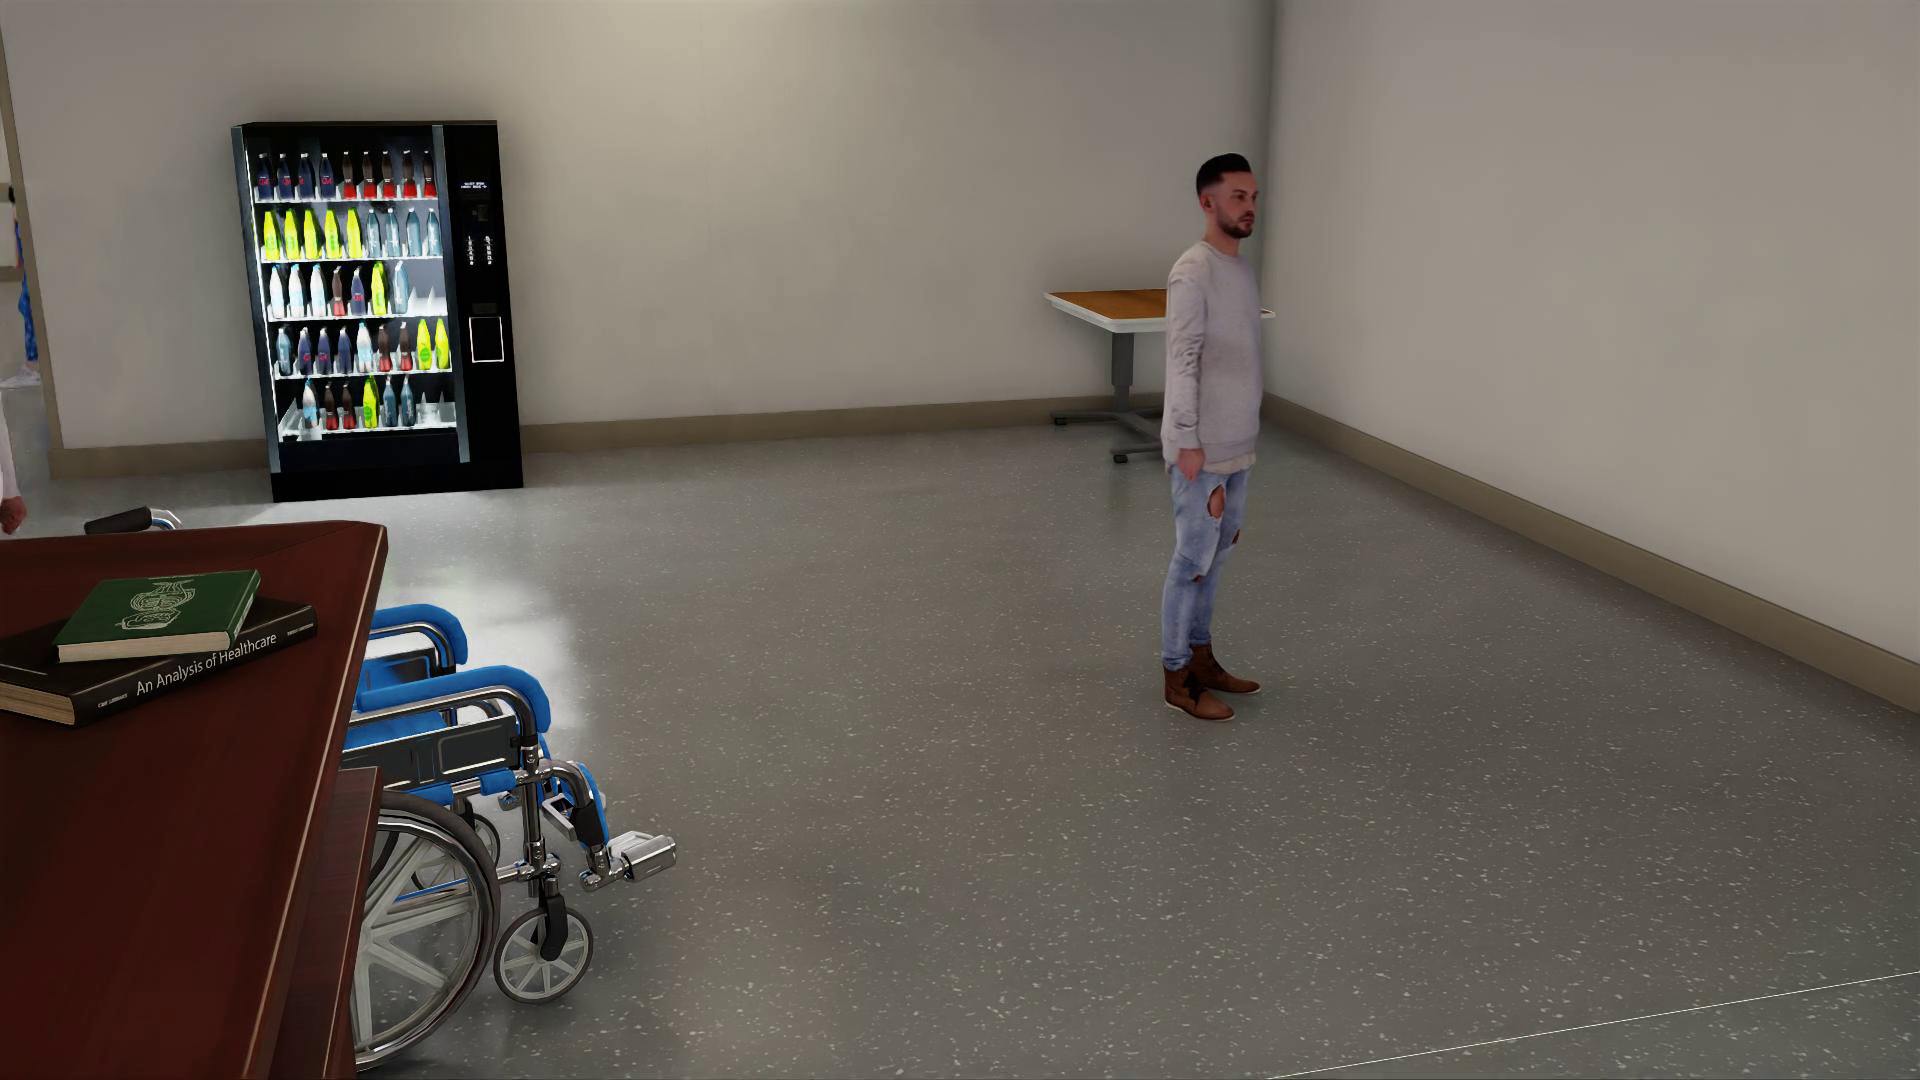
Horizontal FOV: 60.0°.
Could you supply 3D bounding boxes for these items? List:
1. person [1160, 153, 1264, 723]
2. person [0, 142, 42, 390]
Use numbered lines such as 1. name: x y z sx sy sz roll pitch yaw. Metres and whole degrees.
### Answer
1. person: 0.825 -0.345 5.501 0.816 1.838 0.756 9 18 29
2. person: -6.121 -1.913 11.216 1.080 1.755 1.151 9 18 29
